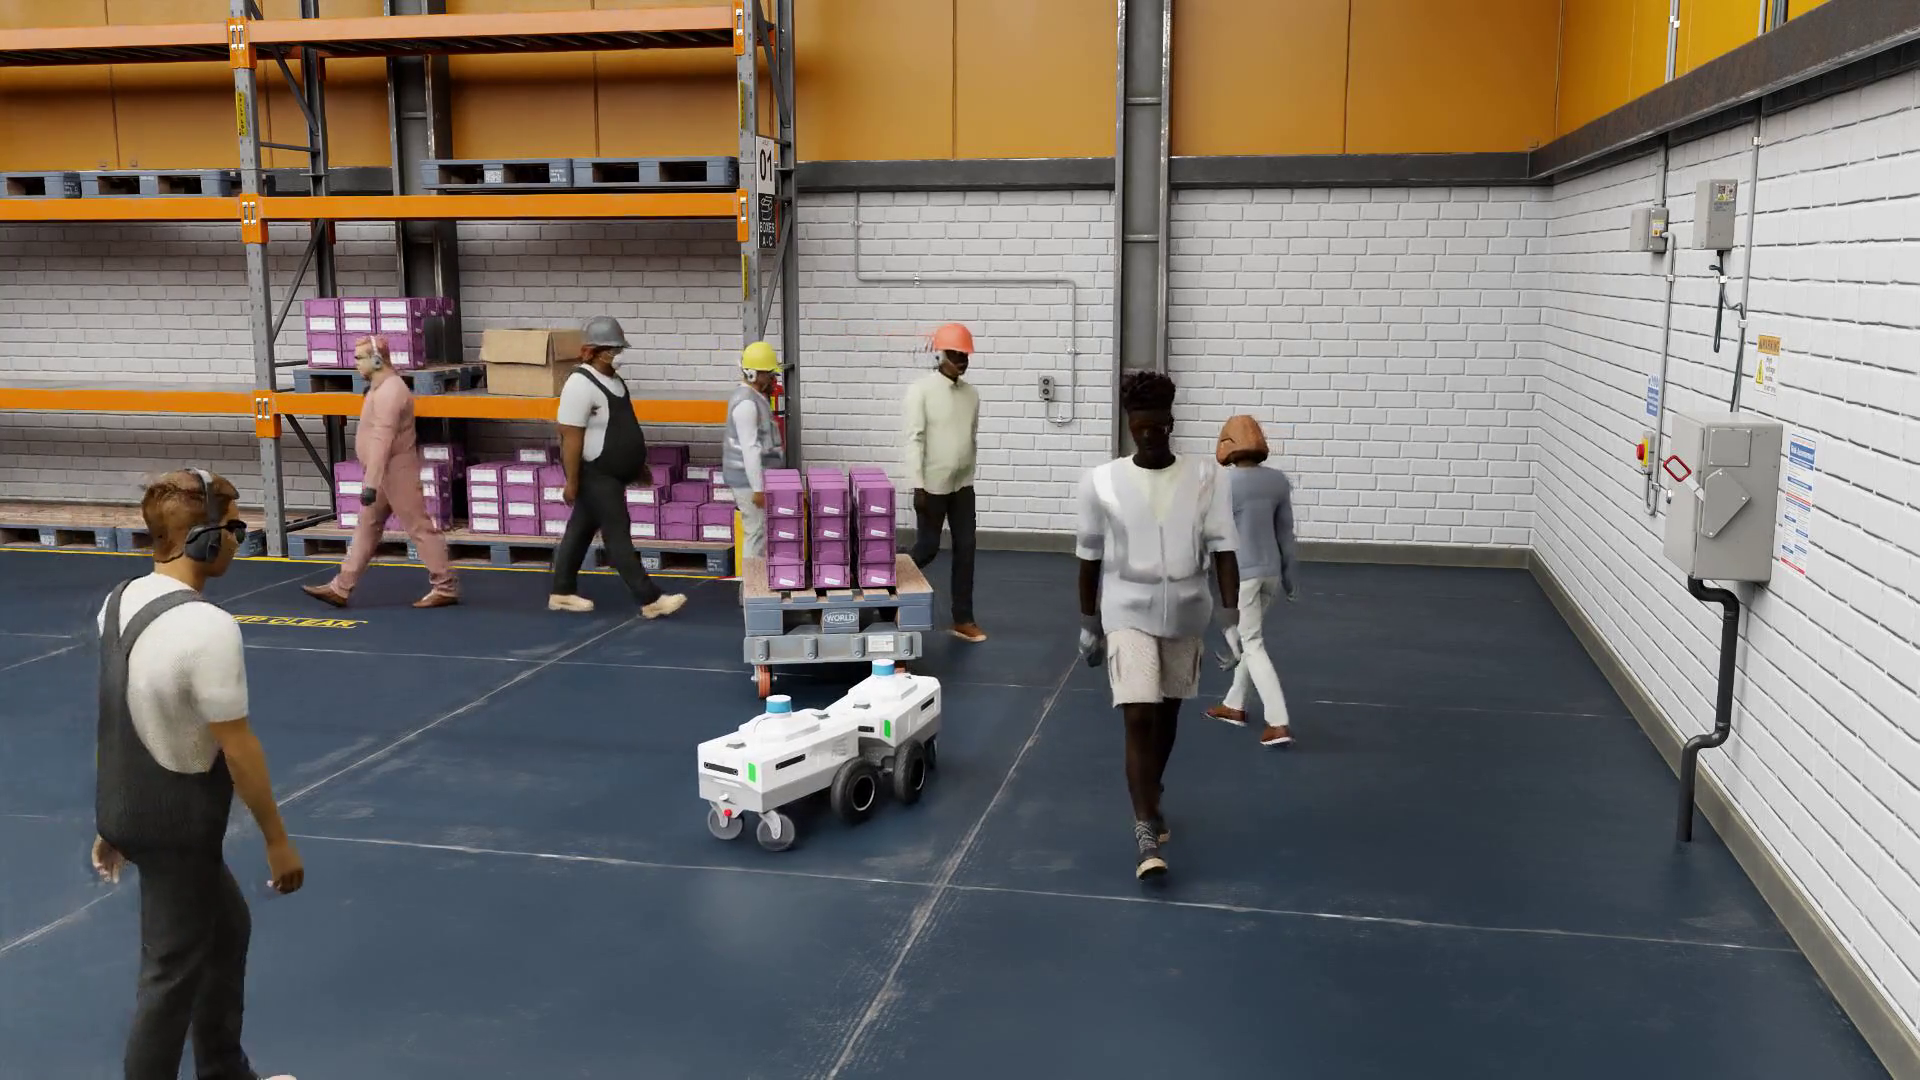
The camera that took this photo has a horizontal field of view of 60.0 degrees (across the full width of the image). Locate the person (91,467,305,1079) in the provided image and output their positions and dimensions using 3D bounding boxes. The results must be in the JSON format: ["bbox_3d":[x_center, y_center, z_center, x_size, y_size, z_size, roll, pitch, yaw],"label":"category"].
[{"bbox_3d":[-1.893,0.721,4.222,0.524,1.816,0.709,8,12,40],"label":"person"}]

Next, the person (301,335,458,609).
[{"bbox_3d":[-3.870,-0.428,11.068,1.001,1.844,0.649,-4,10,-23],"label":"person"}]

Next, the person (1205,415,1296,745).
[{"bbox_3d":[1.433,0.188,8.117,0.501,1.595,0.753,-6,11,-31],"label":"person"}]

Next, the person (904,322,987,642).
[{"bbox_3d":[-0.153,-0.370,10.360,0.618,1.973,0.764,-8,12,-40],"label":"person"}]

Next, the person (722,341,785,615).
[{"bbox_3d":[-1.366,-0.419,11.111,0.427,1.814,0.625,0,9,-1],"label":"person"}]

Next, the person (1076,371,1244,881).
[{"bbox_3d":[0.767,0.317,6.366,0.611,1.906,0.980,-1,9,-5],"label":"person"}]

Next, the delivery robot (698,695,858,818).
[{"bbox_3d":[-0.738,0.878,6.799,0.477,0.478,0.707,7,12,35],"label":"delivery robot"}]

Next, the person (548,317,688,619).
[{"bbox_3d":[-2.311,-0.503,10.936,1.017,2.000,0.691,1,9,4],"label":"person"}]

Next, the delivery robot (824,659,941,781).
[{"bbox_3d":[-0.341,0.776,7.415,0.477,0.478,0.707,3,10,18],"label":"delivery robot"}]
